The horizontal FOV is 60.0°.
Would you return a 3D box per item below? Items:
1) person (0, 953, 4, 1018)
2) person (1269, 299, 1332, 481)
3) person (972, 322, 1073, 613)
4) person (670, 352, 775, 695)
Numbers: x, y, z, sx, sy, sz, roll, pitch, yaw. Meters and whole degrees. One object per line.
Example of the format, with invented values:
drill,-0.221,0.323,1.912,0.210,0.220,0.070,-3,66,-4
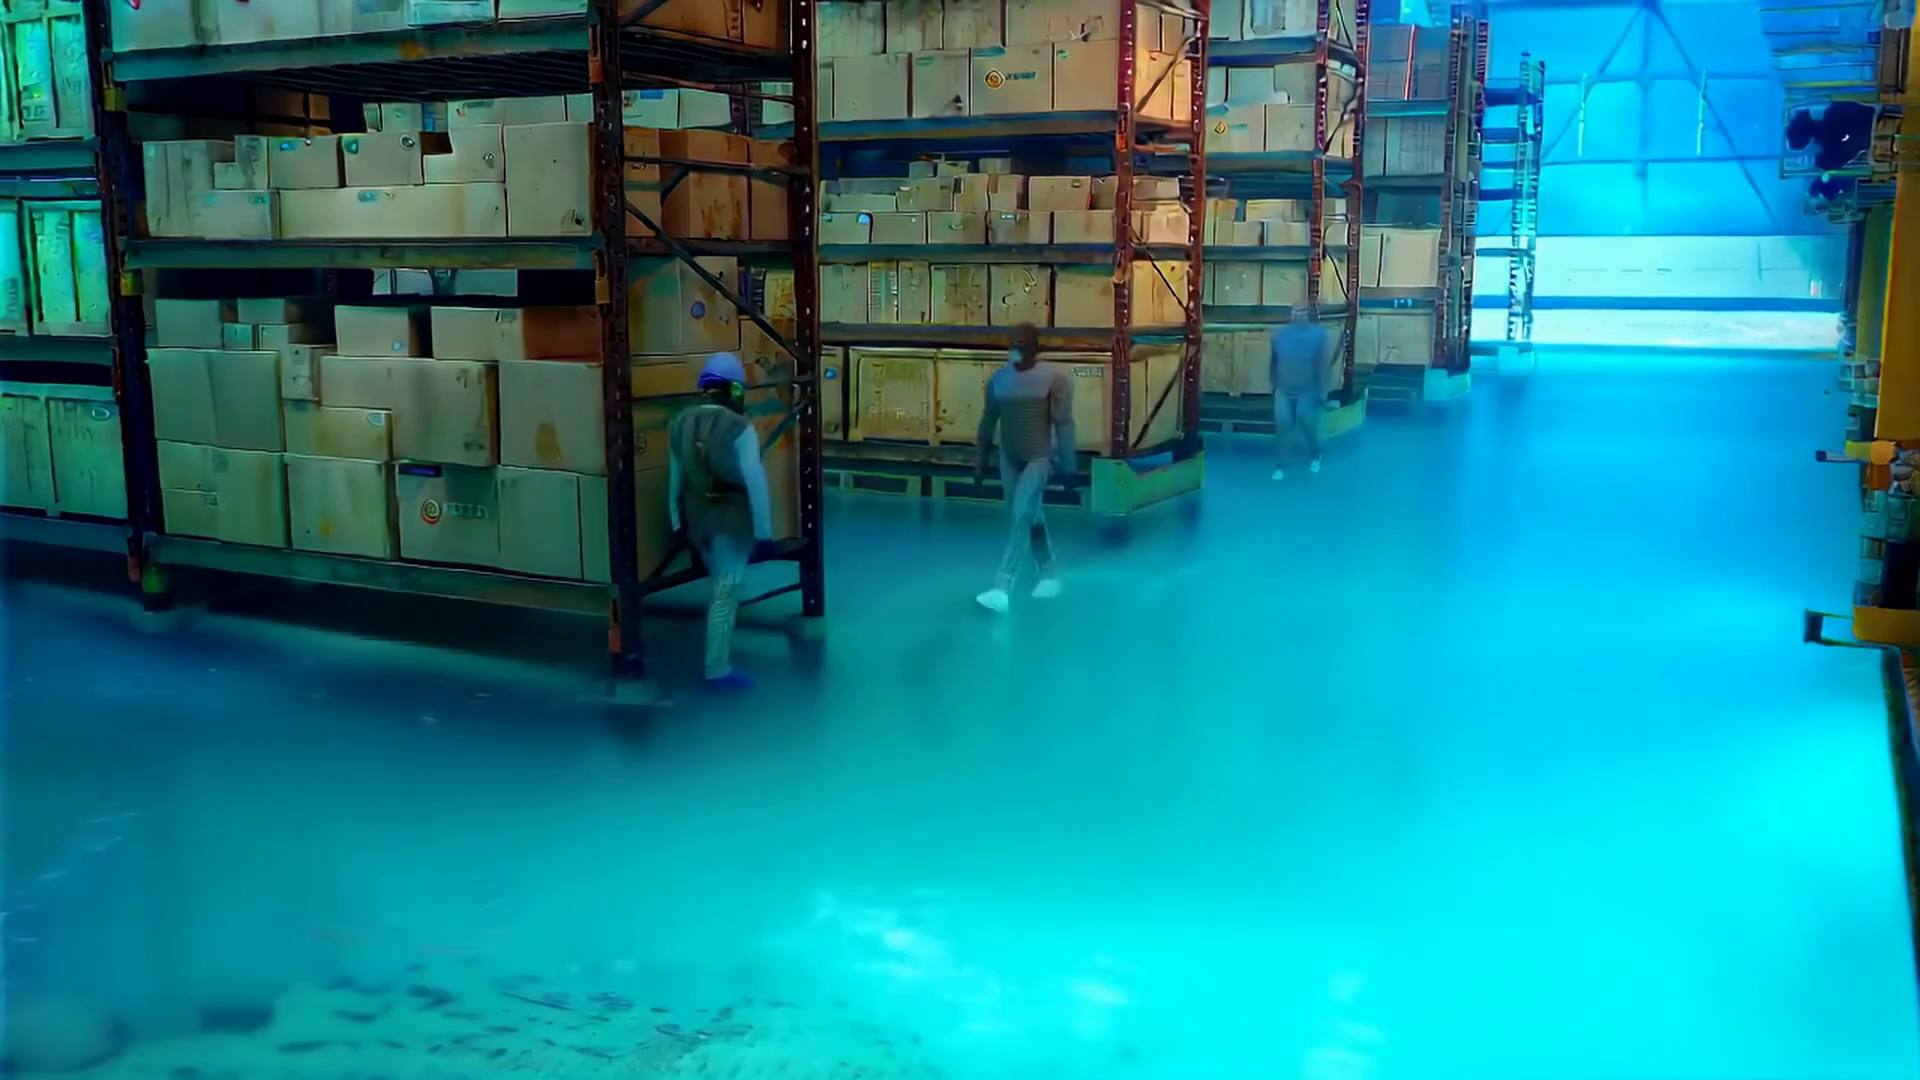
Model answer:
person,-3.054,0.704,4.794,0.629,1.616,0.510,2,10,9
person,3.545,-1.573,17.301,0.659,1.873,0.937,5,11,28
person,0.393,-0.489,10.968,0.655,1.881,1.039,7,12,36
person,-1.216,-0.097,8.893,0.631,1.805,0.595,8,13,40
